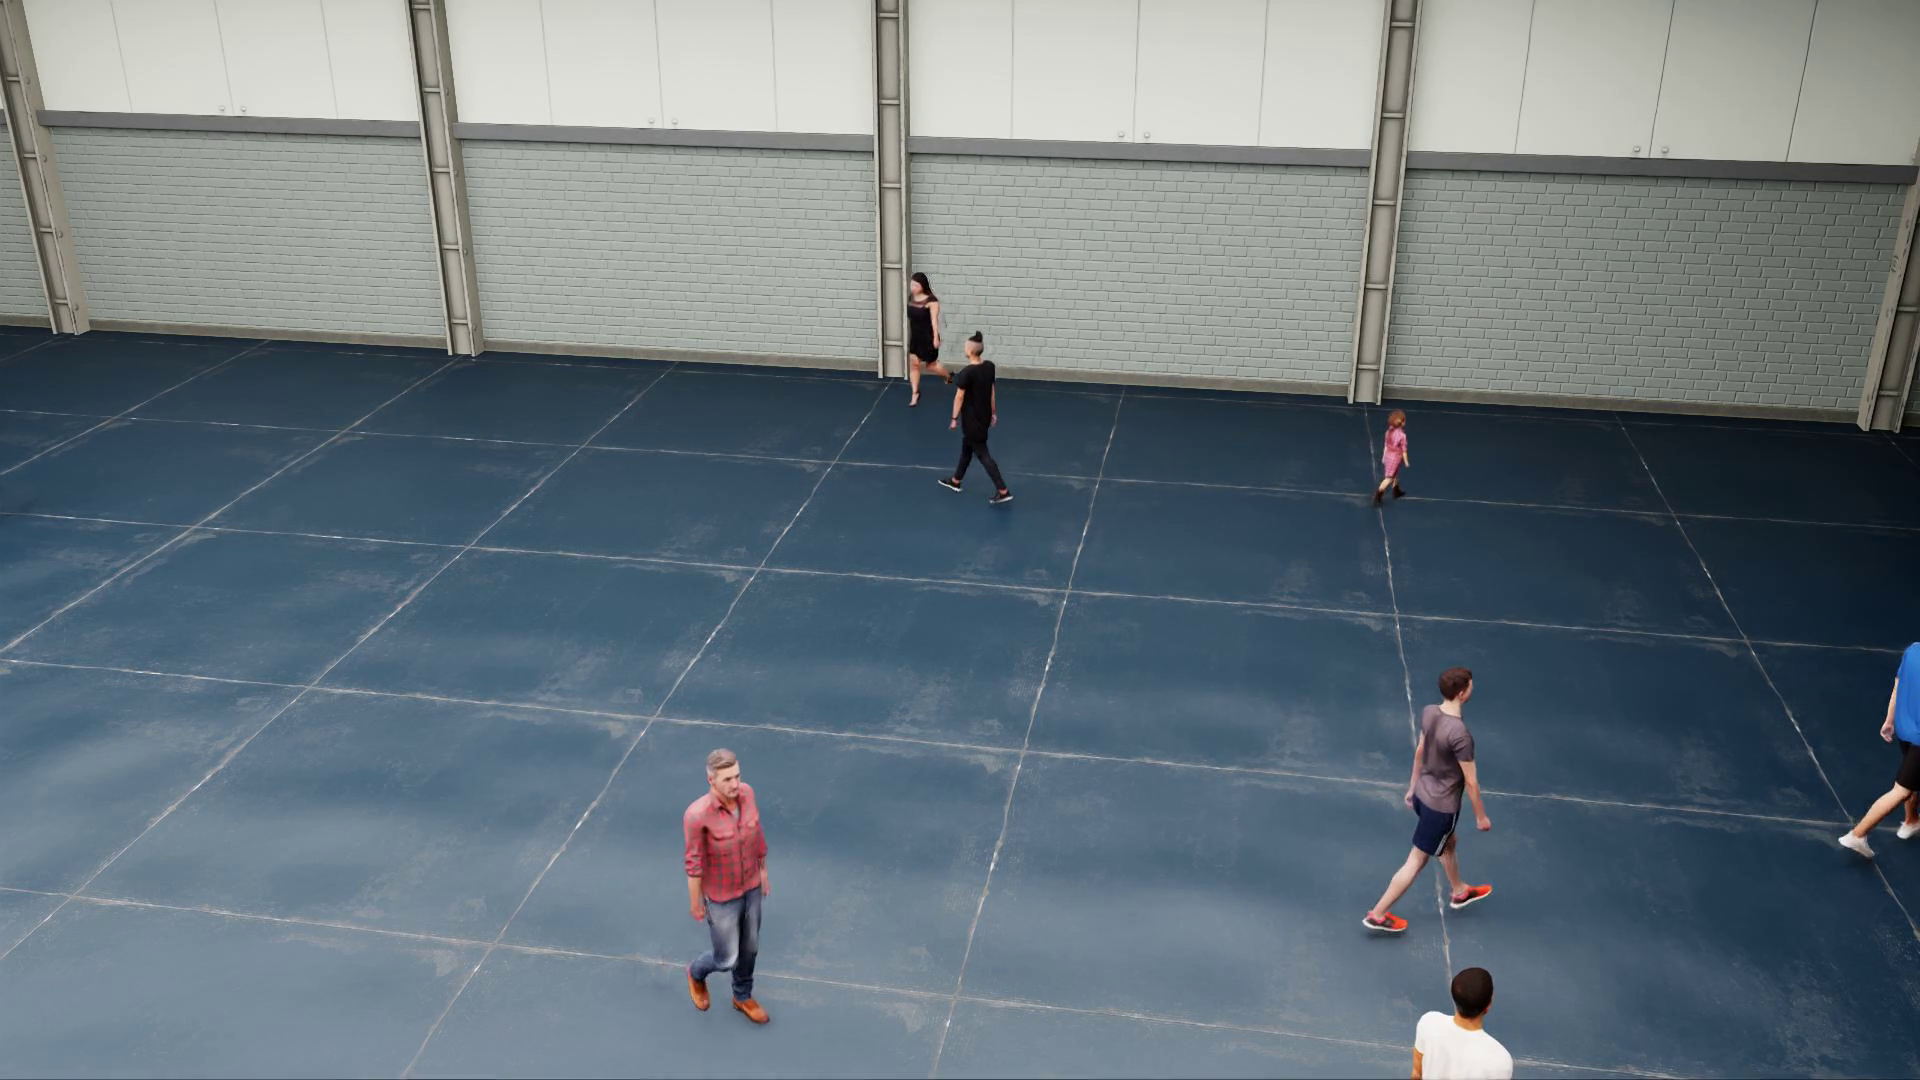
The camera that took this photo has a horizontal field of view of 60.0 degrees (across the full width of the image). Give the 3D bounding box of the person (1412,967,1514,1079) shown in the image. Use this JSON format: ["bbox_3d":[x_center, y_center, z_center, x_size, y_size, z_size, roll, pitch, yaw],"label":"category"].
[{"bbox_3d":[2.304,2.785,7.857,0.657,1.802,0.768,19,29,37],"label":"person"}]

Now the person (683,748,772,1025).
[{"bbox_3d":[-1.398,1.995,9.696,0.931,1.817,0.872,18,29,36],"label":"person"}]

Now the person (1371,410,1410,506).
[{"bbox_3d":[4.525,-0.856,17.425,0.780,1.015,0.685,-12,26,-26],"label":"person"}]

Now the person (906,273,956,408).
[{"bbox_3d":[-0.384,-2.452,20.325,1.045,1.682,1.047,-21,30,-40],"label":"person"}]

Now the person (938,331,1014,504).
[{"bbox_3d":[0.238,-1.242,17.301,1.319,1.822,1.060,16,28,33],"label":"person"}]

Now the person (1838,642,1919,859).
[{"bbox_3d":[6.421,1.336,11.225,1.289,1.832,0.991,-6,24,-13],"label":"person"}]

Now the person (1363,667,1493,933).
[{"bbox_3d":[2.920,1.686,10.440,1.281,1.801,0.975,-5,24,-11],"label":"person"}]
